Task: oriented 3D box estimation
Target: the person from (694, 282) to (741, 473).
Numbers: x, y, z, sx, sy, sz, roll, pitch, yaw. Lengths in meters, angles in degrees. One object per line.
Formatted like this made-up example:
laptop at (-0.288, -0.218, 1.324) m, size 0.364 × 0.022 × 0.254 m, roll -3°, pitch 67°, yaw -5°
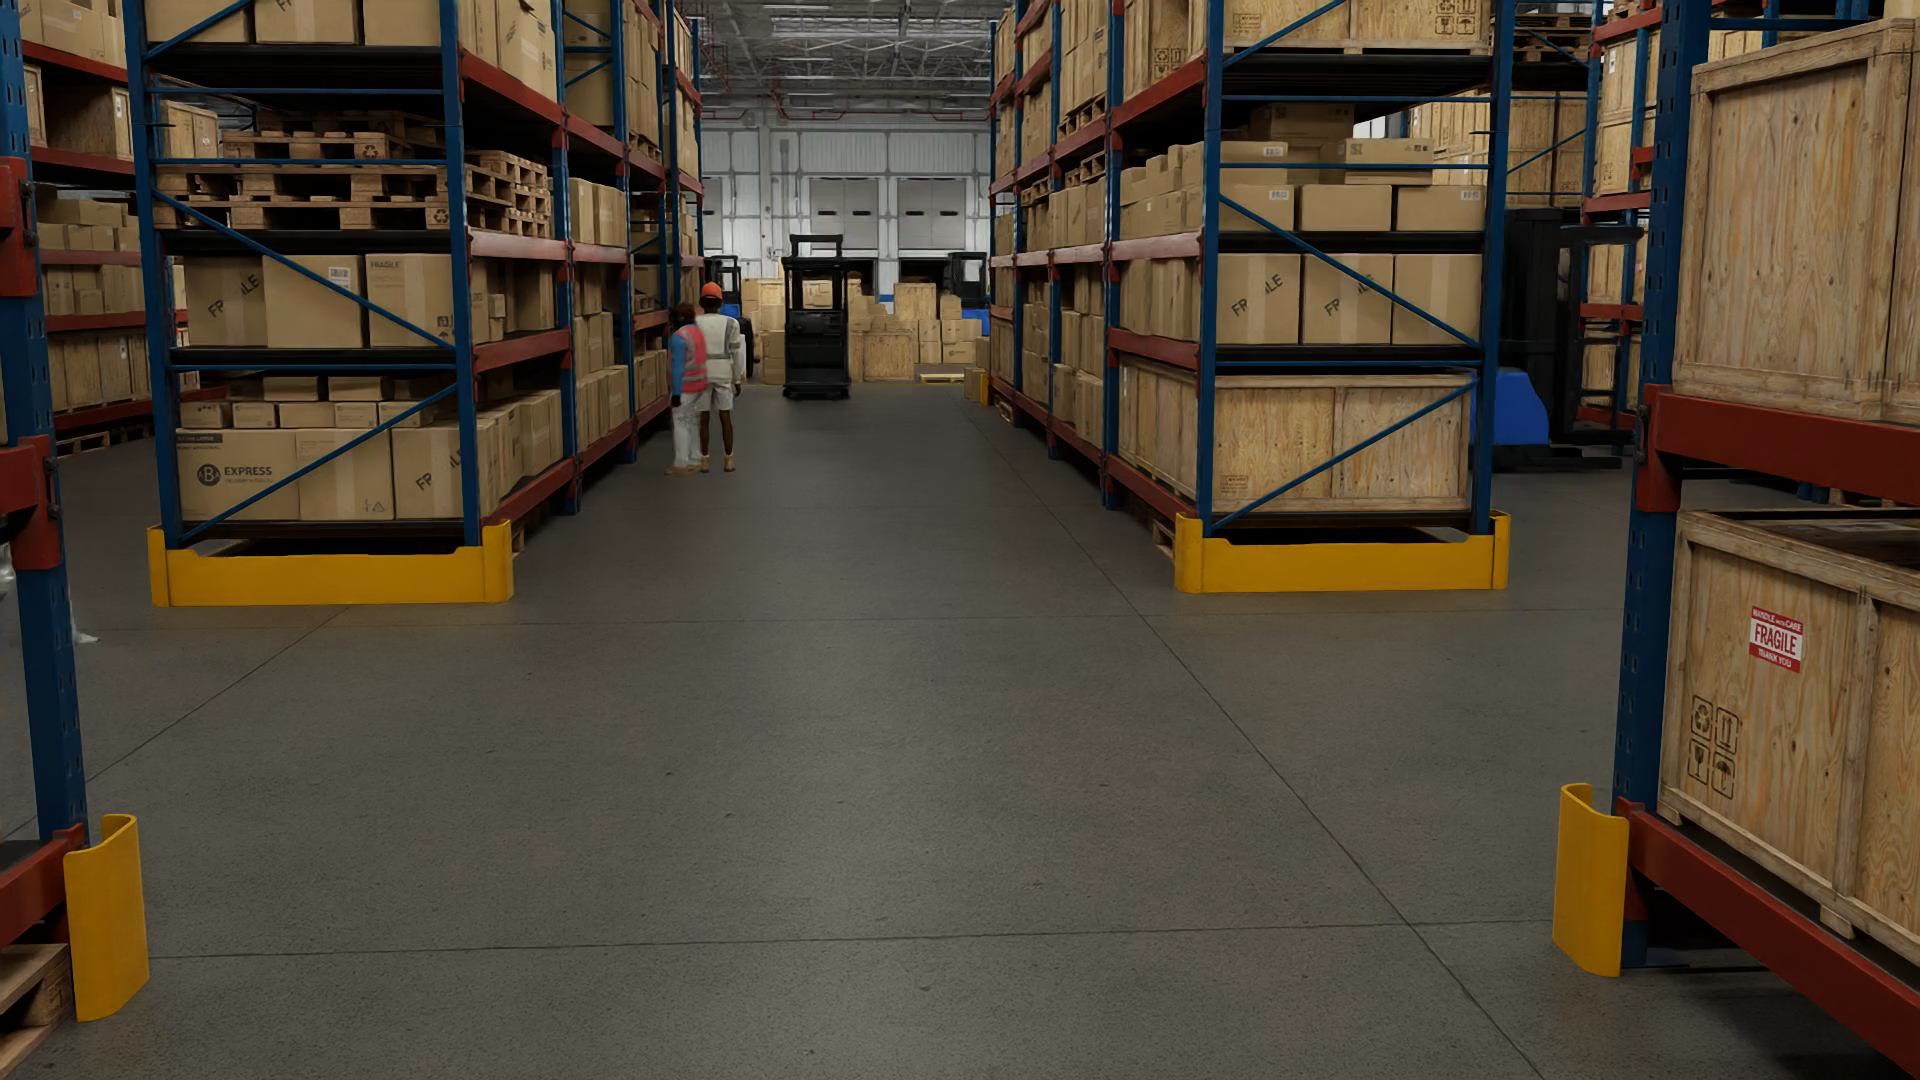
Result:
person at (-2.659, -1.738, 17.865) m, size 0.615 × 2.041 × 0.376 m, roll -2°, pitch 9°, yaw -15°

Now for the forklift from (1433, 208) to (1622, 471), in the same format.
forklift at (6.137, -2.197, 18.123) m, size 1.873 × 2.768 × 1.129 m, roll -1°, pitch 9°, yaw -4°

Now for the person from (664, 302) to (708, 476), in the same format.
person at (-2.903, -1.601, 17.655) m, size 0.429 × 1.843 × 0.629 m, roll 3°, pitch 10°, yaw 18°

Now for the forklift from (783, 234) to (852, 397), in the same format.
forklift at (-2.489, -3.952, 29.143) m, size 1.129 × 2.768 × 1.873 m, roll 0°, pitch 9°, yaw -1°

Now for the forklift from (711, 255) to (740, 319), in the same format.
forklift at (-8.400, -8.787, 59.502) m, size 1.129 × 2.768 × 1.873 m, roll -1°, pitch 9°, yaw -4°

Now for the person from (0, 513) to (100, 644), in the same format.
person at (-5.338, -0.175, 9.366) m, size 0.693 × 1.622 × 0.517 m, roll -2°, pitch 9°, yaw -14°

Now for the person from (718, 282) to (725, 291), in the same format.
person at (-8.998, -8.711, 62.150) m, size 0.574 × 1.883 × 0.352 m, roll 0°, pitch 9°, yaw 2°

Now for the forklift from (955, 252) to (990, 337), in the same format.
forklift at (0.345, -7.378, 50.655) m, size 1.129 × 2.768 × 1.873 m, roll -2°, pitch 9°, yaw -10°

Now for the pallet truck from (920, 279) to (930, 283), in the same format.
pallet truck at (-0.932, -8.922, 63.114) m, size 1.885 × 1.965 × 0.823 m, roll 2°, pitch 9°, yaw 13°
